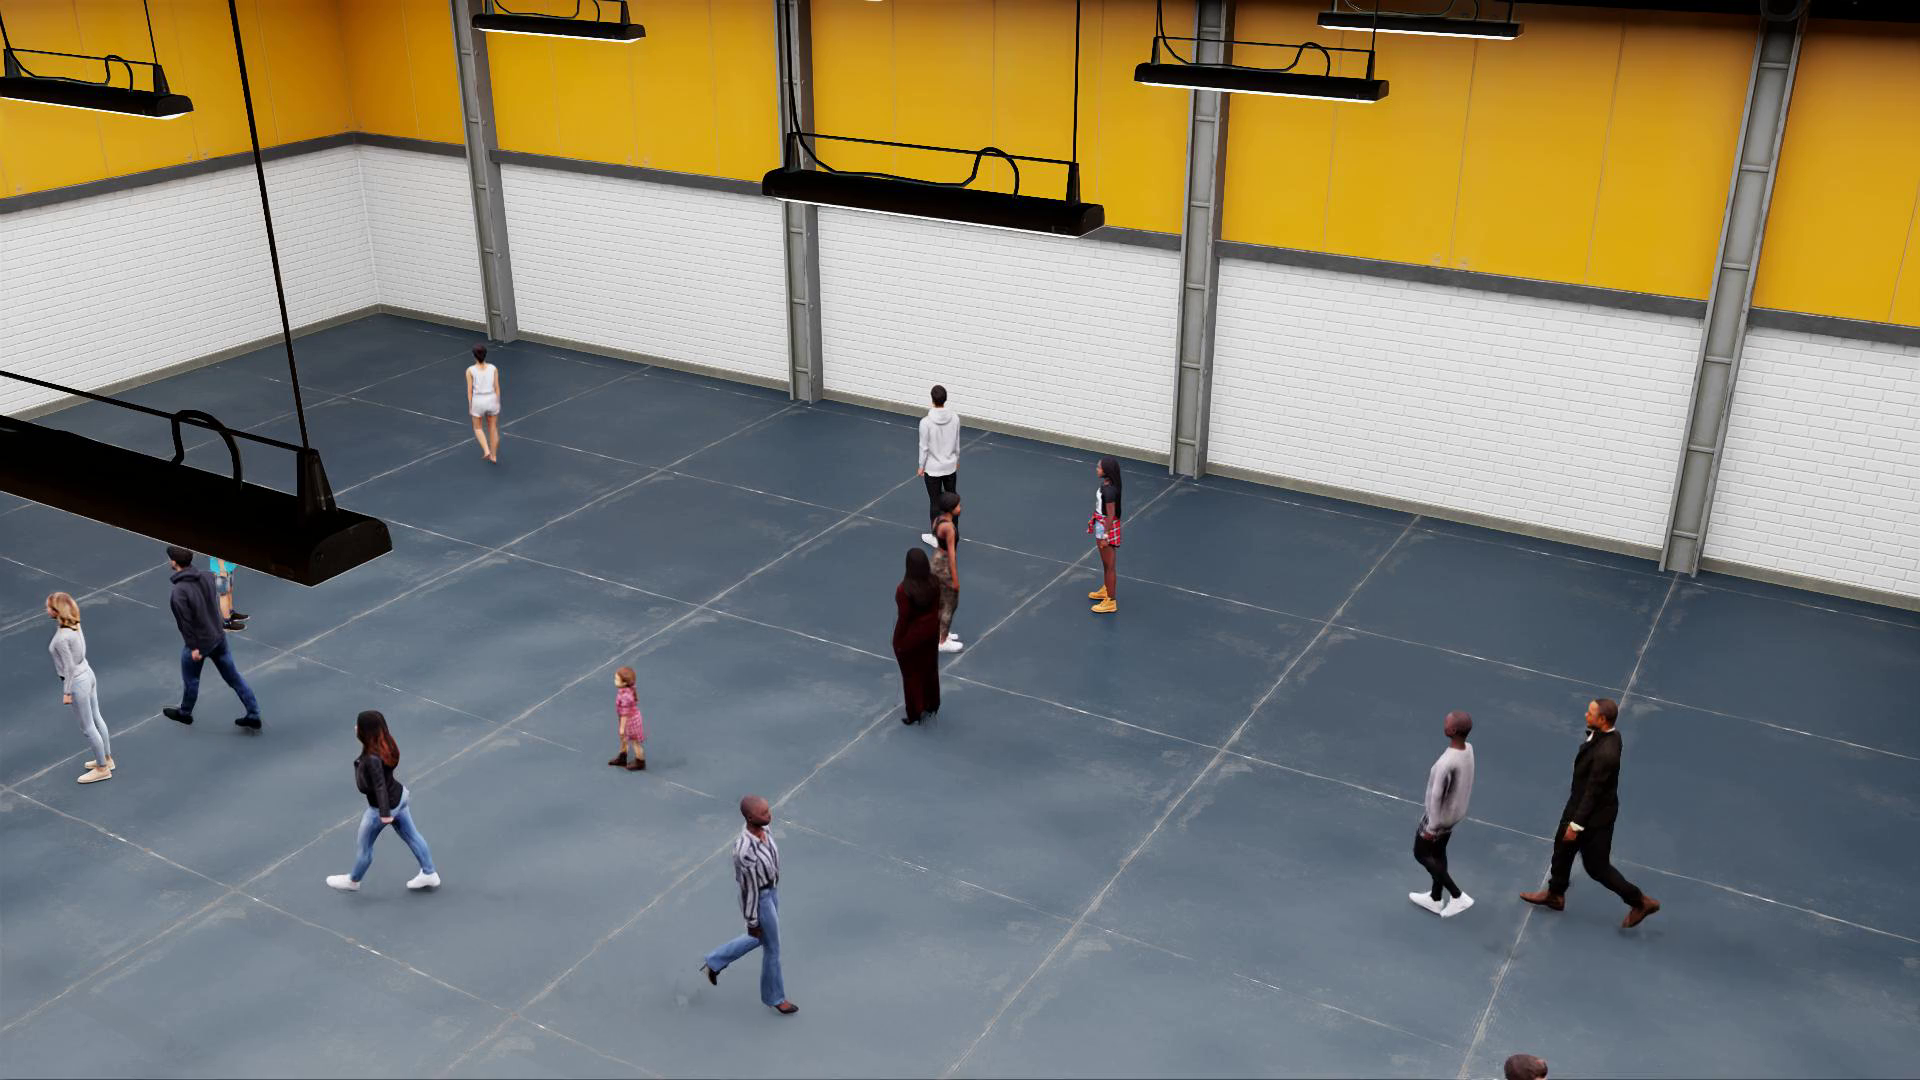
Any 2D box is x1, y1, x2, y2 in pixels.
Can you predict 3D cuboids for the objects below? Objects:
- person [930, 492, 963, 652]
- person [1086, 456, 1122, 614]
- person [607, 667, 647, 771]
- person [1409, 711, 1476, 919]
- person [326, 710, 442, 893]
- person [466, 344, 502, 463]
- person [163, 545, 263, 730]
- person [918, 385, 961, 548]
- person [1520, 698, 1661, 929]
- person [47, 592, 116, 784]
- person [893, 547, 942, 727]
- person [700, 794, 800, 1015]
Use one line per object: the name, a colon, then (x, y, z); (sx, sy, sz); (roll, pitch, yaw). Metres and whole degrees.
person: (-0.157, 0.322, 16.750); (0.731, 1.688, 0.666); (-7, 25, -15)
person: (1.565, -0.081, 17.621); (0.739, 1.728, 0.714); (1, 24, 2)
person: (-2.873, 1.585, 14.699); (0.658, 1.015, 0.582); (-2, 24, -4)
person: (3.734, 2.116, 12.556); (0.816, 1.759, 0.701); (19, 30, 37)
person: (-4.373, 2.054, 12.899); (1.189, 1.599, 1.020); (-1, 24, -2)
person: (-6.156, -1.740, 21.579); (0.686, 1.598, 0.729); (-11, 26, -24)
person: (-6.791, 0.943, 15.148); (1.277, 1.833, 0.877); (7, 25, 16)
person: (-0.215, -0.861, 19.154); (0.778, 1.930, 0.791); (-12, 26, -25)
person: (4.848, 2.087, 12.482); (1.275, 1.871, 0.865); (7, 25, 16)
person: (-7.657, 1.263, 14.462); (0.714, 1.796, 0.665); (-5, 24, -11)
person: (-0.381, 0.884, 15.377); (0.694, 1.757, 0.726); (21, 31, 40)
person: (-1.481, 2.533, 11.585); (1.046, 1.773, 0.888); (2, 24, 4)
